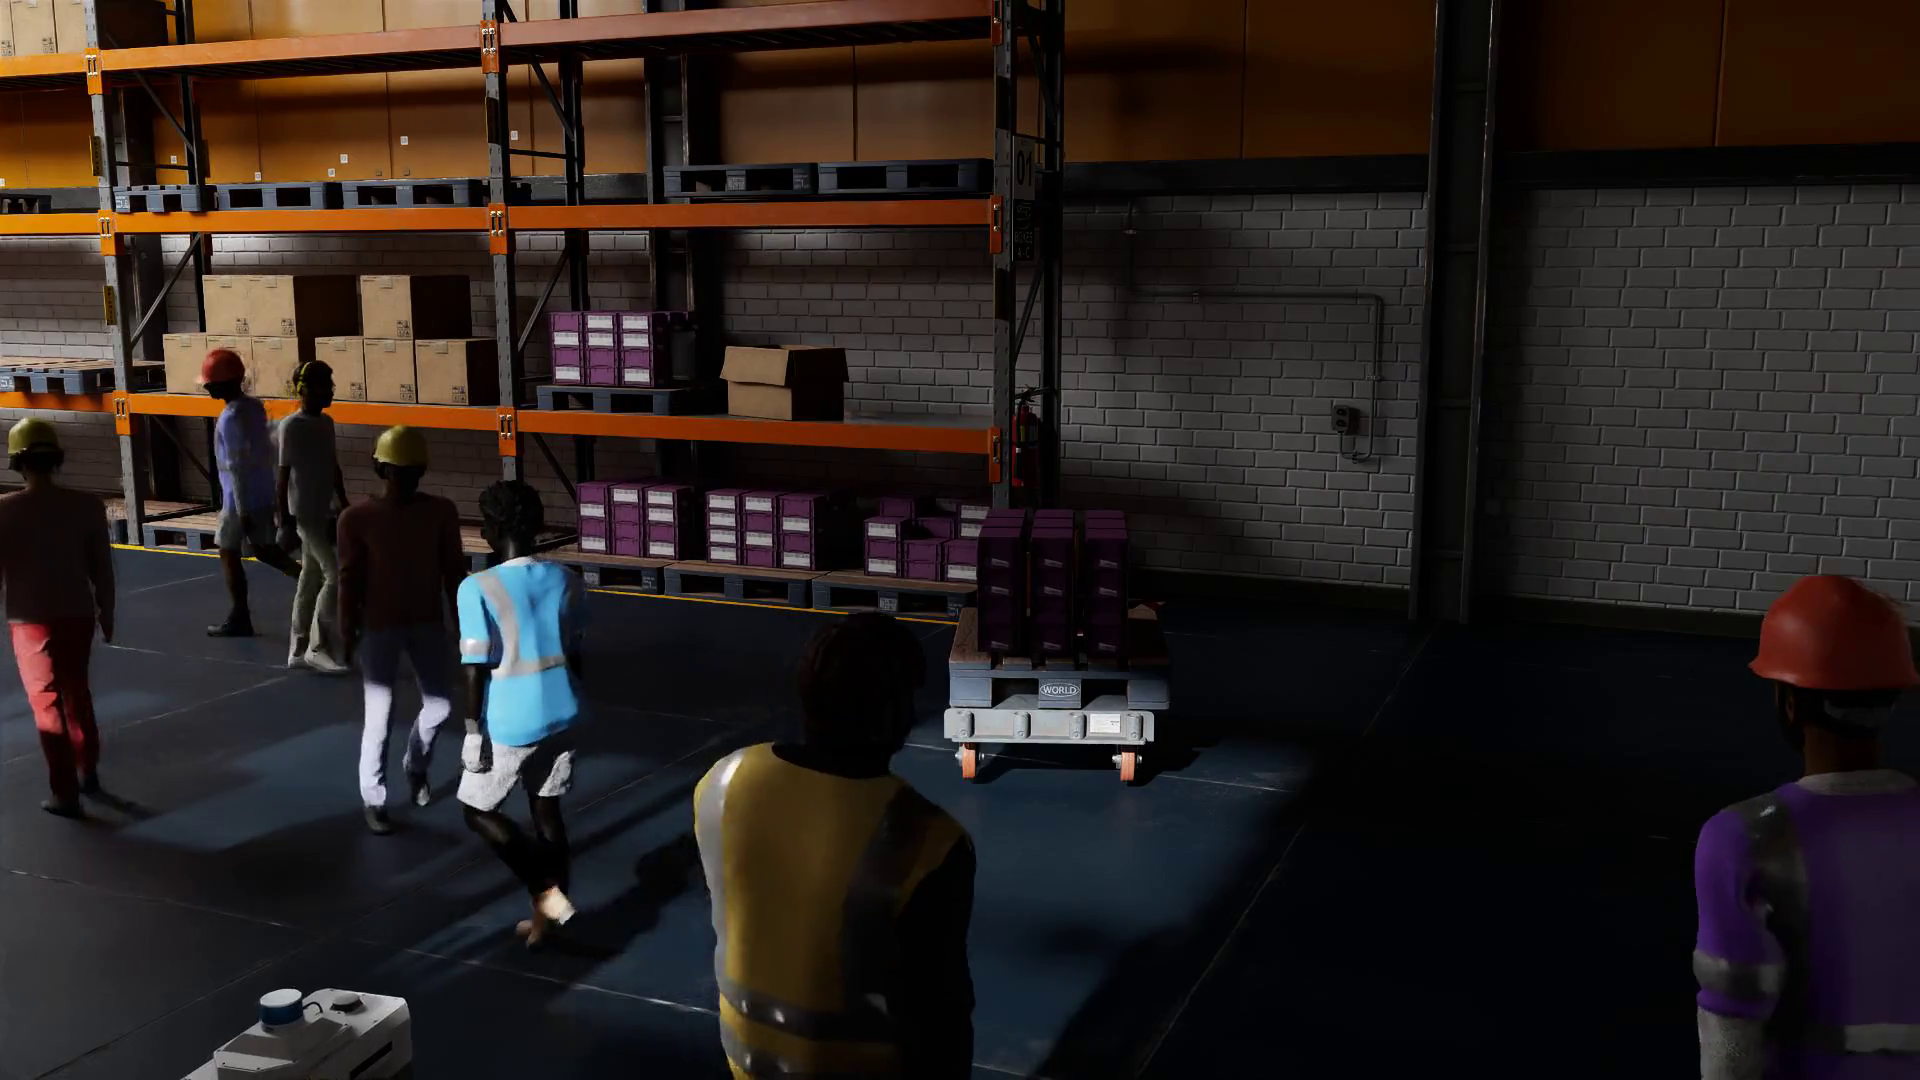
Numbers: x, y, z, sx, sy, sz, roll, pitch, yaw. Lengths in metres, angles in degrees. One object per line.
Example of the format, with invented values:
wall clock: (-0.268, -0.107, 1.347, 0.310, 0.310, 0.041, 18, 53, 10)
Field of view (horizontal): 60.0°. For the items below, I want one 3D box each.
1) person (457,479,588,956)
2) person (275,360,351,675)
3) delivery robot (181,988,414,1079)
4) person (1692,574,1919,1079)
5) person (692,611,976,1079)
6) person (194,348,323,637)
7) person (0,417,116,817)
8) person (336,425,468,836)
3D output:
person: (-1.469, 0.636, 5.741, 0.484, 1.673, 0.564, 6, 11, 34)
person: (-3.763, -0.128, 9.796, 0.604, 1.851, 0.504, 0, 9, 2)
delivery robot: (-1.725, 1.397, 4.266, 0.477, 0.478, 0.707, 3, 10, 15)
person: (1.514, 1.013, 2.850, 0.539, 1.907, 0.950, 0, 9, 1)
person: (-0.249, 1.024, 3.051, 0.627, 1.812, 0.890, 6, 11, 31)
person: (-4.479, -0.284, 10.617, 0.786, 1.898, 0.578, 1, 10, 4)
person: (-4.051, 0.336, 7.338, 0.570, 1.751, 0.534, 7, 12, 37)
person: (-2.398, 0.368, 7.148, 0.541, 1.746, 0.452, -7, 12, -38)
